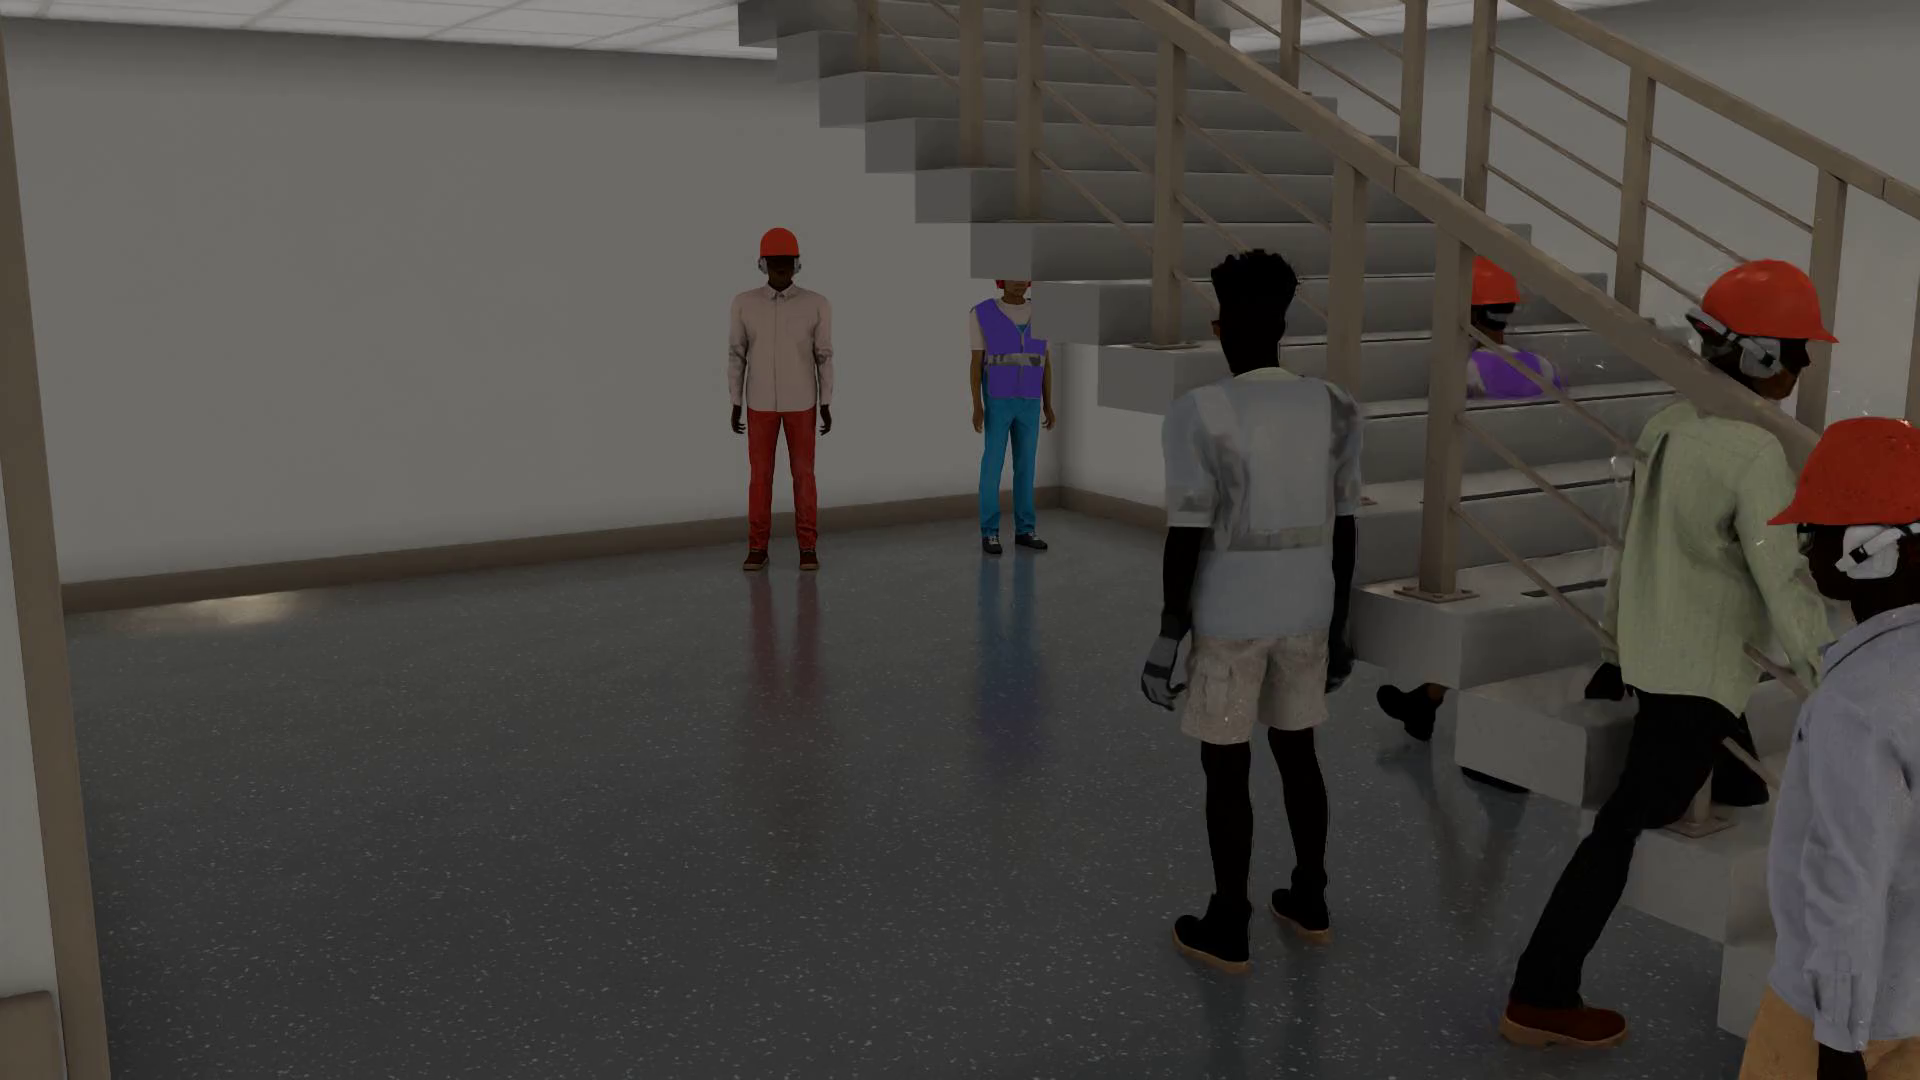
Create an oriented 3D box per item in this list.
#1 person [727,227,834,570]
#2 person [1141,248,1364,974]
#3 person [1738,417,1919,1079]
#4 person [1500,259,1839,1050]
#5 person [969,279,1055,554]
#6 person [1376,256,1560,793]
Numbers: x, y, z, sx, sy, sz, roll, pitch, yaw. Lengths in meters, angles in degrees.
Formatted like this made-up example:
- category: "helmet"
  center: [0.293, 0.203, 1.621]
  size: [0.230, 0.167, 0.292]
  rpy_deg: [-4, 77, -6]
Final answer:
- category: "person"
  center: [-1.047, -0.812, 9.721]
  size: [0.622, 1.997, 0.372]
  rpy_deg: [0, 11, -1]
- category: "person"
  center: [0.790, 0.200, 4.556]
  size: [0.651, 1.946, 0.429]
  rpy_deg: [-5, 12, -24]
- category: "person"
  center: [1.507, 0.671, 2.638]
  size: [0.565, 1.726, 0.654]
  rpy_deg: [-9, 14, -39]
- category: "person"
  center: [1.813, 0.312, 3.991]
  size: [1.004, 1.935, 0.594]
  rpy_deg: [1, 11, 5]
- category: "person"
  center: [0.319, -0.847, 10.313]
  size: [0.566, 1.846, 0.387]
  rpy_deg: [-5, 12, -26]
- category: "person"
  center: [1.834, -0.086, 6.165]
  size: [0.561, 1.891, 0.965]
  rpy_deg: [-5, 12, -26]
